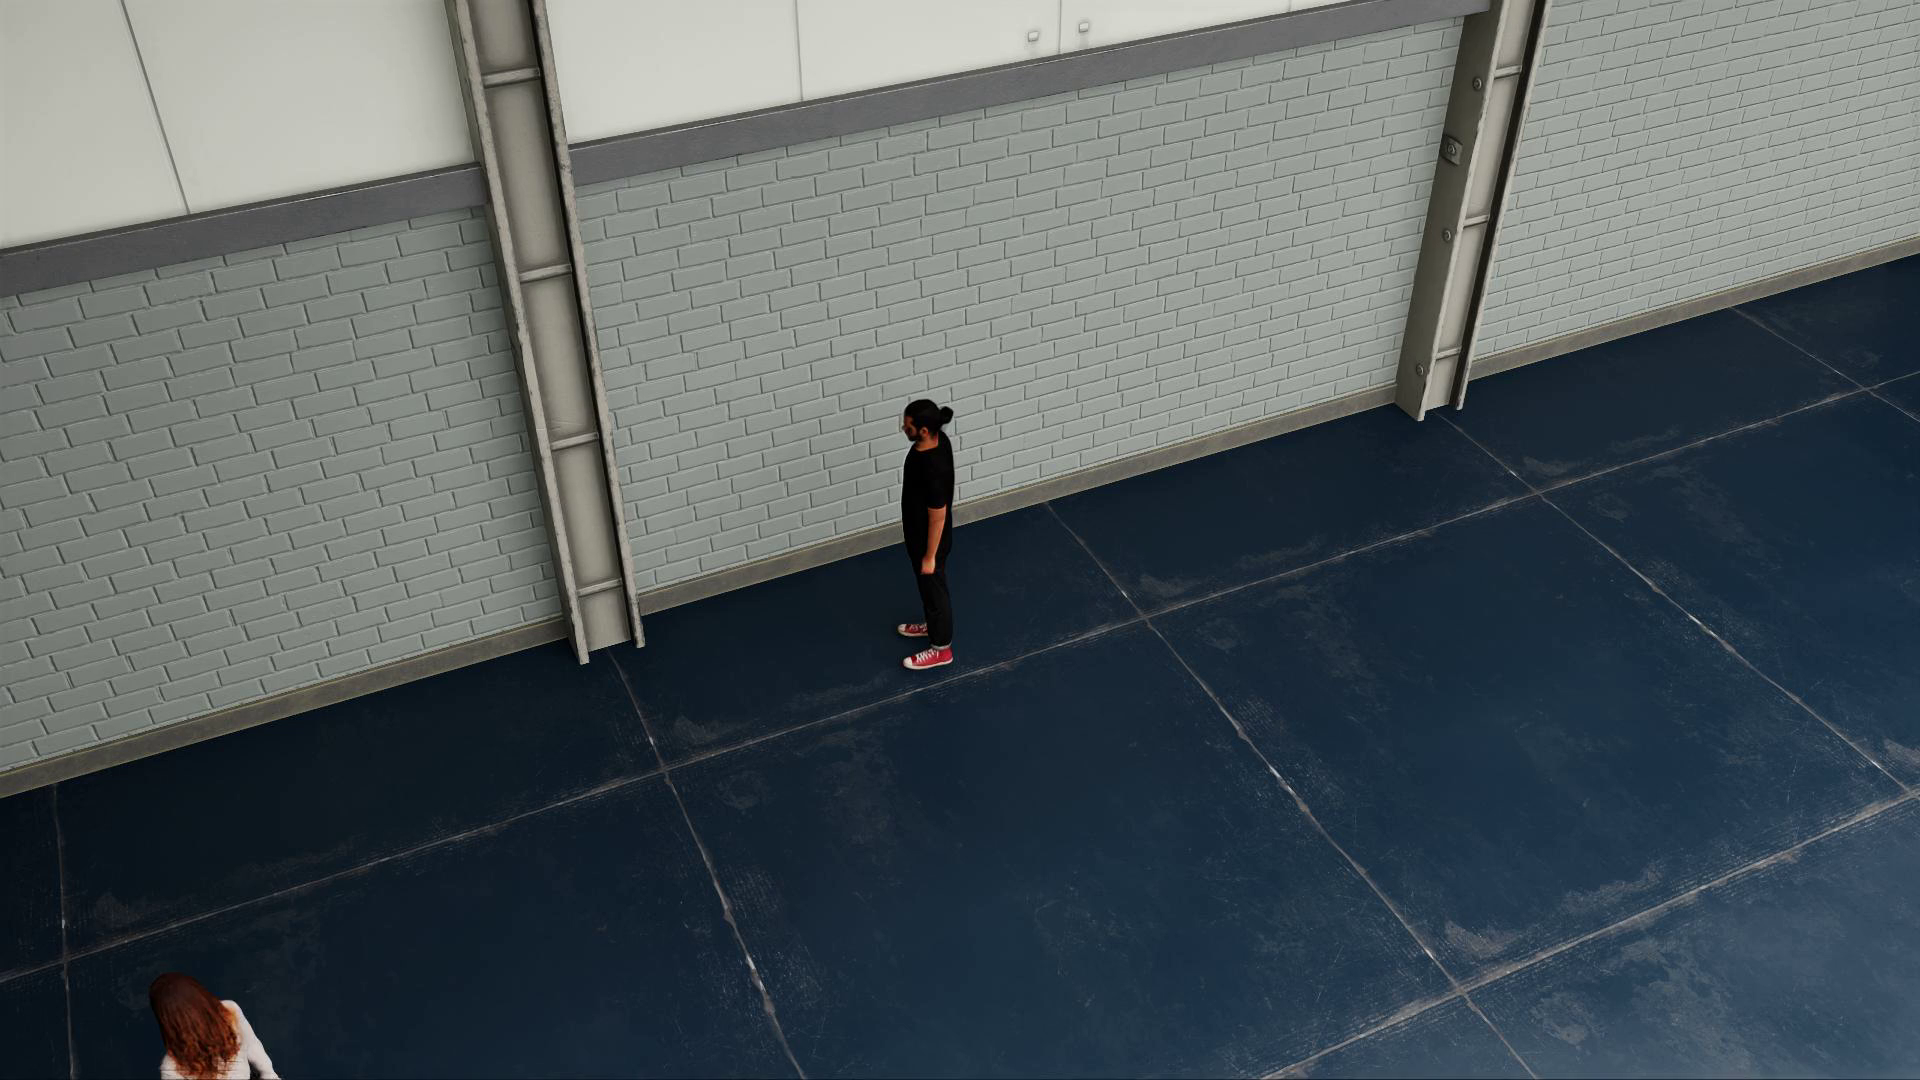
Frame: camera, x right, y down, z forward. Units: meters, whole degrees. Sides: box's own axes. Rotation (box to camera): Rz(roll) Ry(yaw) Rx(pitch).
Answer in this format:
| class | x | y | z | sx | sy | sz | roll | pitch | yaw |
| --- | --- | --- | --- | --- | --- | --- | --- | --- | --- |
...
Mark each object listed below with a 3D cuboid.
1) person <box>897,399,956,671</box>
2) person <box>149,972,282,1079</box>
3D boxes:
| class | x | y | z | sx | sy | sz | roll | pitch | yaw |
| --- | --- | --- | --- | --- | --- | --- | --- | --- | --- |
| person | -0.170 | -0.047 | 9.258 | 0.660 | 1.756 | 0.691 | -4 | 38 | -5 |
| person | -2.832 | 2.257 | 6.566 | 1.010 | 1.445 | 0.965 | 14 | 40 | 17 |
